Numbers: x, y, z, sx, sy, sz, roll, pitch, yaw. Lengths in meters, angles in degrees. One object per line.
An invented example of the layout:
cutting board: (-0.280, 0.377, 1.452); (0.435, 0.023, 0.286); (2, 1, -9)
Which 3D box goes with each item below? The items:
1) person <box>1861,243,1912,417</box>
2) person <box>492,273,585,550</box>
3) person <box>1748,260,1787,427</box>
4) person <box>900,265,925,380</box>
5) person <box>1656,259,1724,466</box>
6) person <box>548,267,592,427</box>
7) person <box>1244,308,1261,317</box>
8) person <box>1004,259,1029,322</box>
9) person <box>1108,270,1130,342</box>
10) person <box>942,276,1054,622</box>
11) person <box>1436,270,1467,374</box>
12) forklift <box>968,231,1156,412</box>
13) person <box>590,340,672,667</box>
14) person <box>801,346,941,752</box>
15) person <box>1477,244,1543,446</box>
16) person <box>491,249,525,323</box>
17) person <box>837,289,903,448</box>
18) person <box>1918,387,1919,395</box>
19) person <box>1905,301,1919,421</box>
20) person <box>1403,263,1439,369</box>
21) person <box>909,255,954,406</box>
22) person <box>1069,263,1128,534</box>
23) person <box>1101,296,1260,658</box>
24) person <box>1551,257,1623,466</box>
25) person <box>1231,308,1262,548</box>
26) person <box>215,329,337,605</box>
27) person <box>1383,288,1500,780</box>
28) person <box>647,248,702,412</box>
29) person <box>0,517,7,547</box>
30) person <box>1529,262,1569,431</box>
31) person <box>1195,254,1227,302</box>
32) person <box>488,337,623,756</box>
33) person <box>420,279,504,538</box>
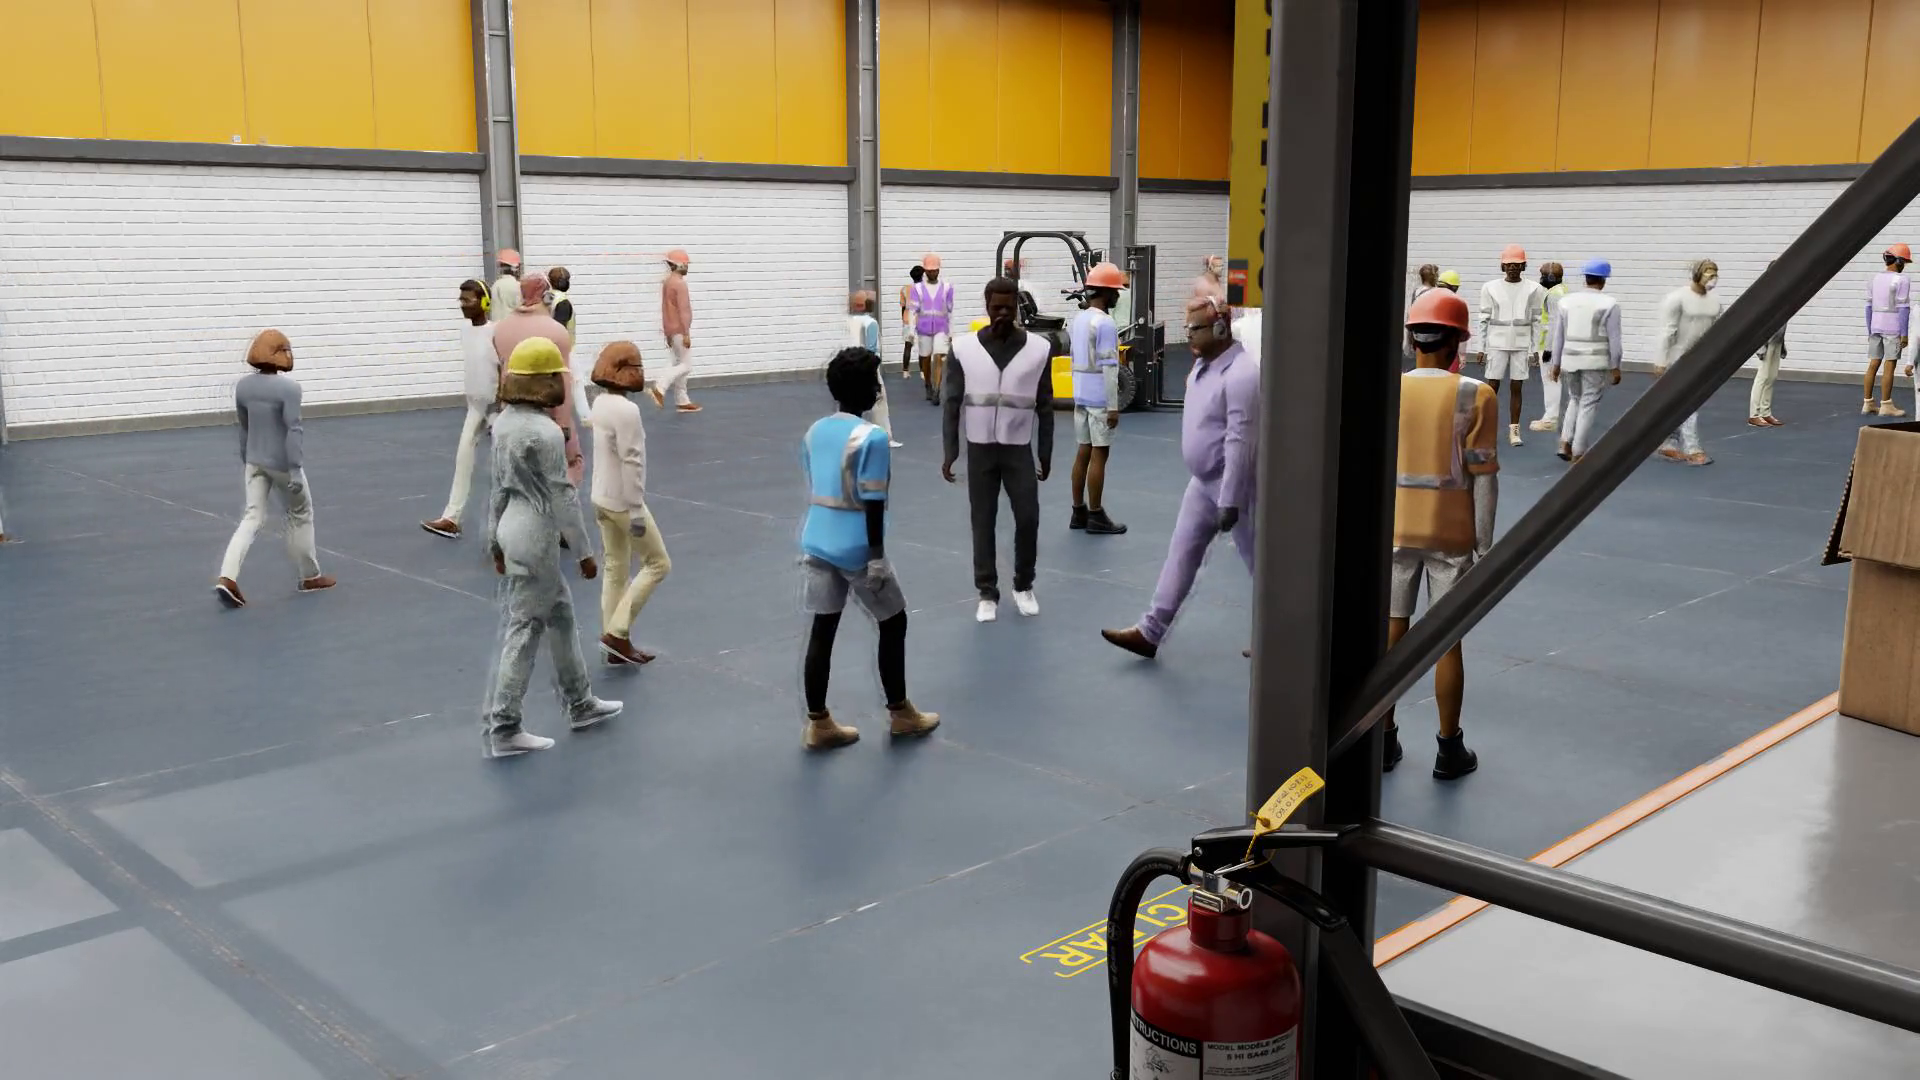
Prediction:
person: (10.978, -2.473, 19.650); (0.384, 2.035, 0.605); (-3, 11, -14)
person: (-2.798, -0.835, 11.149); (0.638, 1.879, 0.486); (5, 12, 25)
person: (9.096, -2.201, 18.603); (0.532, 1.874, 0.316); (-8, 13, -37)
person: (-0.636, -3.223, 24.683); (0.525, 1.689, 0.320); (3, 11, 17)
person: (6.858, -1.628, 15.397); (0.636, 1.900, 0.915); (-4, 11, -20)
person: (-4.476, -2.100, 18.312); (0.614, 1.798, 0.977); (10, 14, 44)
person: (3.037, -1.787, 16.327); (0.545, 1.881, 1.012); (5, 11, 24)
person: (0.788, -2.712, 21.548); (0.952, 1.850, 0.573); (1, 10, 8)
person: (2.293, -3.035, 23.823); (0.503, 1.634, 0.298); (-7, 12, -33)
person: (0.213, -0.504, 9.267); (0.629, 1.910, 0.459); (0, 10, -1)
person: (5.107, -1.954, 17.552); (0.327, 1.767, 0.533); (-10, 14, -44)
forklift: (1.222, -2.721, 20.561); (2.313, 2.155, 1.214); (2, 11, 13)
person: (-1.628, -0.166, 8.165); (0.341, 1.620, 0.520); (-6, 12, -31)
person: (-0.372, 0.031, 6.947); (0.706, 1.668, 0.558); (-9, 14, -40)
person: (5.562, -1.963, 16.841); (0.614, 2.041, 0.393); (2, 11, 12)
person: (-5.205, -2.341, 19.082); (0.678, 1.976, 0.623); (-10, 14, -43)
person: (-1.000, -1.687, 16.529); (0.829, 1.606, 0.524); (-6, 12, -31)
person: (8.511, -1.353, 14.156); (0.618, 1.804, 0.537); (8, 13, 37)
person: (9.702, -1.800, 16.538); (0.593, 1.828, 0.403); (0, 10, 1)
person: (5.387, -2.336, 19.519); (0.894, 1.817, 0.503); (-3, 11, -14)
person: (-0.363, -2.686, 21.209); (0.561, 1.895, 0.978); (0, 10, -1)
person: (1.007, -1.011, 11.943); (0.378, 1.932, 0.551); (-4, 11, -22)
person: (1.271, -0.283, 8.253); (1.032, 1.833, 0.663); (-3, 11, -17)
person: (5.792, -1.628, 15.319); (0.467, 1.925, 0.626); (-8, 13, -38)
person: (2.072, -0.862, 11.273); (0.584, 1.882, 0.337); (9, 14, 40)
person: (-4.051, -0.425, 9.703); (0.509, 1.598, 0.828); (4, 11, 21)
person: (1.841, -0.020, 6.561); (0.543, 1.928, 0.374); (6, 12, 28)
person: (-3.430, -2.497, 19.930); (0.618, 1.978, 0.629); (-5, 12, -26)
person: (-7.004, -0.859, 11.211); (0.957, 1.896, 0.656); (-3, 11, -14)
person: (6.462, -2.118, 18.244); (0.429, 1.839, 0.634); (4, 11, 23)
person: (3.220, -2.694, 21.230); (0.432, 1.891, 0.653); (5, 11, 25)
person: (-1.676, 0.018, 6.947); (0.792, 1.715, 0.498); (-8, 13, -38)
person: (-3.397, -0.925, 11.782); (0.522, 1.819, 0.976); (6, 12, 30)
